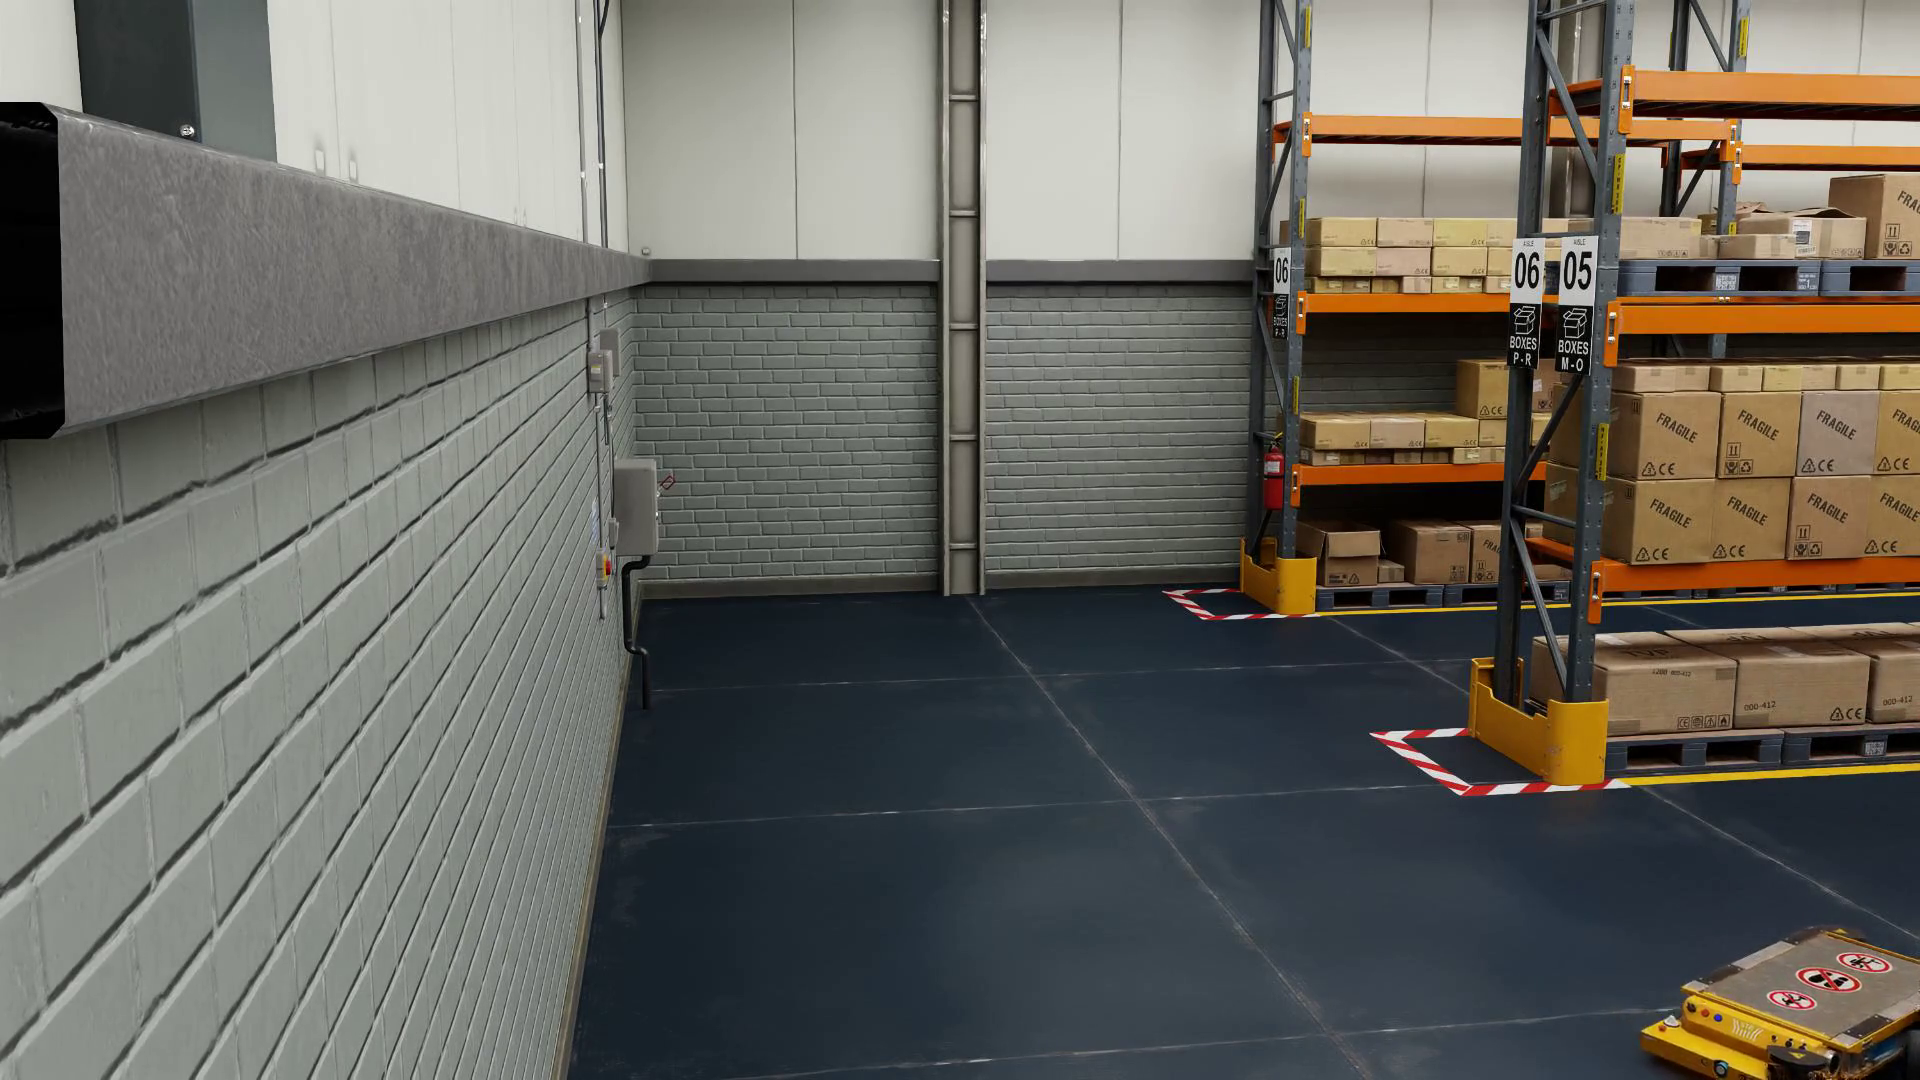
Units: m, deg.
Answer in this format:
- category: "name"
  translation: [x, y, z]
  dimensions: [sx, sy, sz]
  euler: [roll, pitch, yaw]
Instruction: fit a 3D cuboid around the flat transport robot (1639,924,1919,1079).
- category: "flat transport robot"
  translation: [3.383, 1.846, 6.553]
  dimensions: [1.431, 0.197, 0.652]
  euler: [-7, 11, -36]
